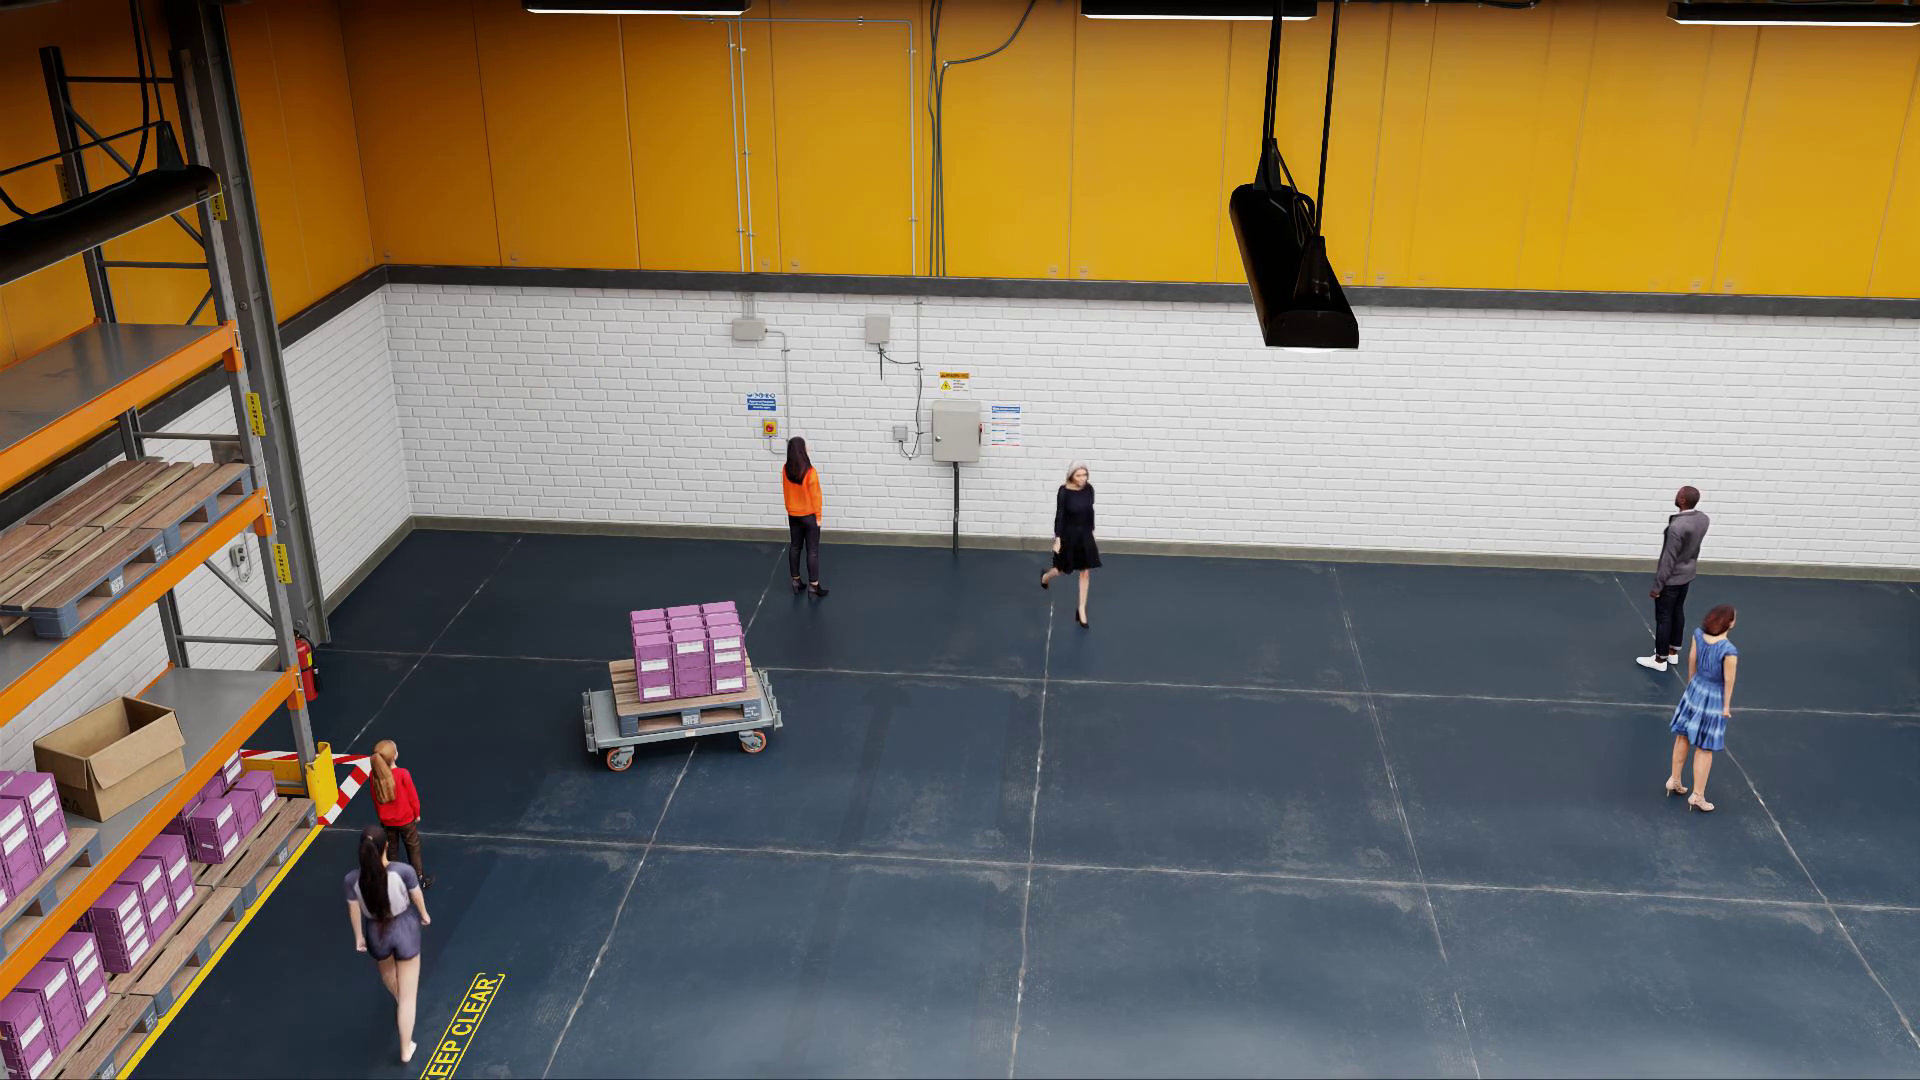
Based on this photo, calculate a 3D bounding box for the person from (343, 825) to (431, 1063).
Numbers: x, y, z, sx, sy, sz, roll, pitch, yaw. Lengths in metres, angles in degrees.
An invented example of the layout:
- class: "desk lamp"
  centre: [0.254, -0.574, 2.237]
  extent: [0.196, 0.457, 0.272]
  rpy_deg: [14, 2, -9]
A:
- class: "person"
  centre: [-3.632, 2.603, 10.631]
  extent: [0.715, 1.614, 1.047]
  rpy_deg: [-2, 24, -4]

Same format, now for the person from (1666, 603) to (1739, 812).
- class: "person"
  centre: [5.976, 1.324, 13.320]
  extent: [0.806, 1.805, 0.660]
  rpy_deg: [-8, 25, -18]

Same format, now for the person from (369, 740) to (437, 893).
- class: "person"
  centre: [-4.169, 2.045, 12.324]
  extent: [0.479, 1.281, 0.493]
  rpy_deg: [2, 24, 5]

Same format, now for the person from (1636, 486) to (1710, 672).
- class: "person"
  centre: [6.684, 0.353, 15.527]
  extent: [0.795, 1.816, 0.831]
  rpy_deg: [-16, 28, -32]

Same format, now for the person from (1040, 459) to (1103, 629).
- class: "person"
  centre: [1.078, -0.009, 16.475]
  extent: [0.953, 1.720, 1.100]
  rpy_deg: [-14, 27, -29]

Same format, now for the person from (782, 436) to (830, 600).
- class: "person"
  centre: [-1.600, -0.245, 16.982]
  extent: [0.715, 1.746, 0.739]
  rpy_deg: [17, 29, 34]
